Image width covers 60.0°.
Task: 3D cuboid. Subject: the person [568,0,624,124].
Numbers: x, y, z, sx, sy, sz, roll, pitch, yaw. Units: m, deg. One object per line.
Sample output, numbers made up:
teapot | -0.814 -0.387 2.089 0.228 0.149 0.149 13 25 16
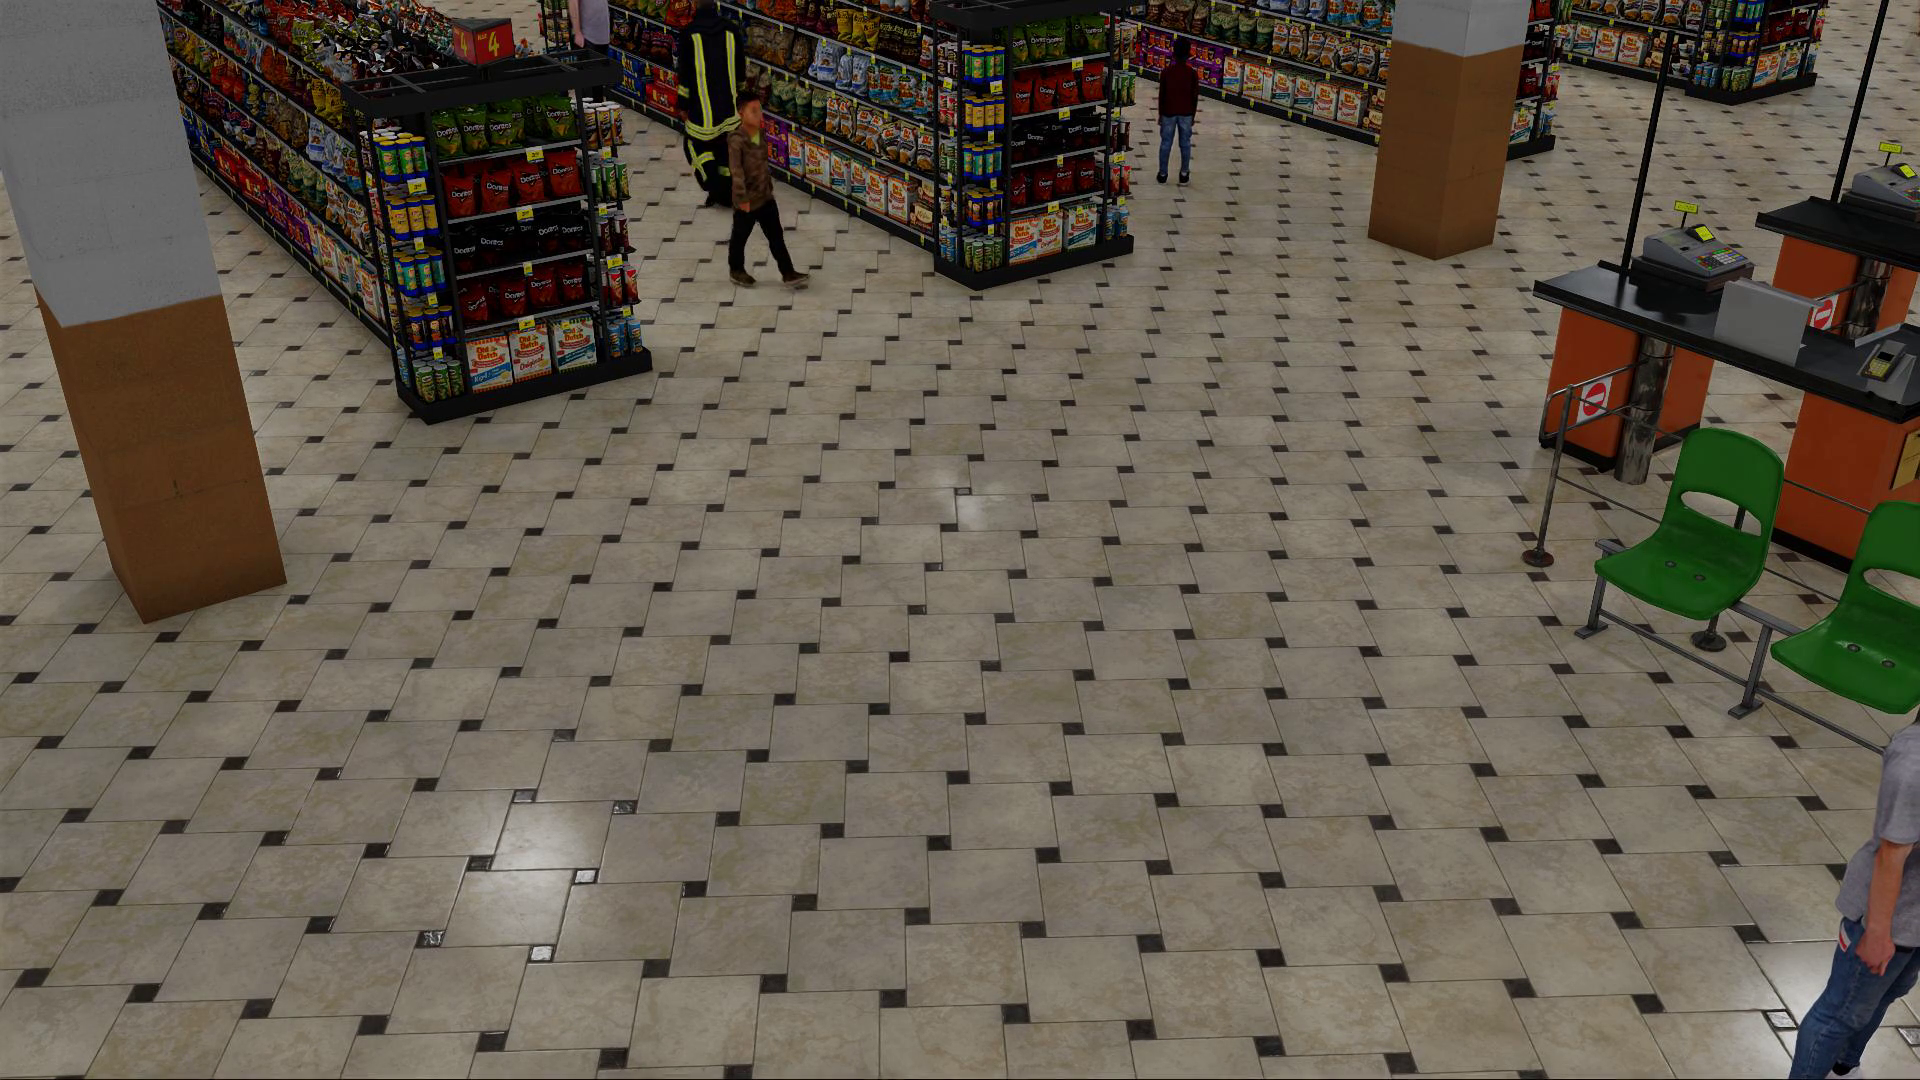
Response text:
person | -3.546 -4.889 15.976 0.792 1.837 0.768 9 30 17

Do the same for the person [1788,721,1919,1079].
person | 2.859 1.058 5.028 0.656 1.890 0.543 -19 34 -30

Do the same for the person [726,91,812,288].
person | -1.563 -2.524 12.067 0.992 1.430 0.791 19 34 31

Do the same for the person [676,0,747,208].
person | -2.002 -3.613 13.614 0.786 1.859 0.758 -17 33 -28

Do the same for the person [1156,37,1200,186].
person | 1.884 -3.713 14.430 0.576 1.254 0.618 0 29 0
